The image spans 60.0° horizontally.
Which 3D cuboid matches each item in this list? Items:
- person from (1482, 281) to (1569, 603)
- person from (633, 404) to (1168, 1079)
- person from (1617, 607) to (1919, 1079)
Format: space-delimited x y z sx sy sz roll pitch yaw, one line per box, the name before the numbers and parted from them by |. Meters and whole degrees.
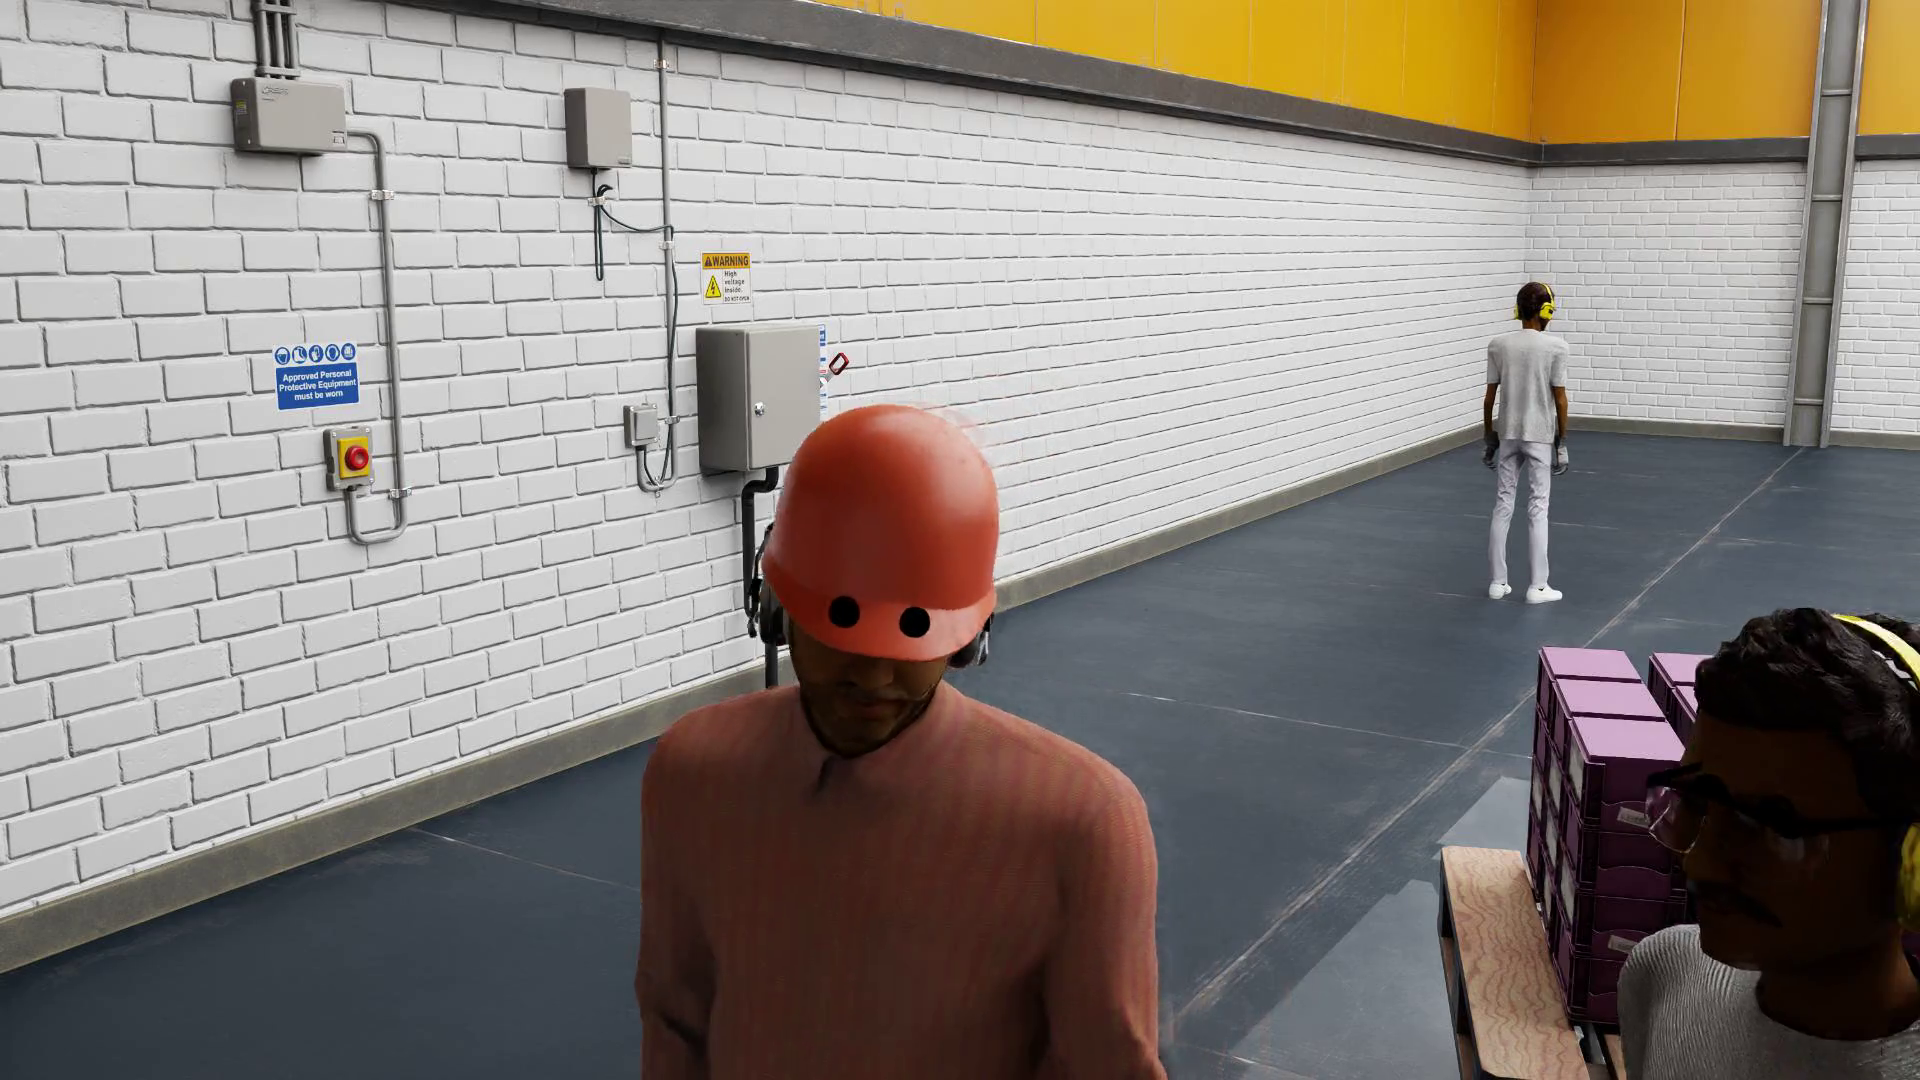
person | 3.296 -0.559 9.687 0.519 1.856 0.331 9 14 41
person | -0.050 0.792 1.944 0.657 1.958 0.821 4 11 22
person | 0.649 0.960 1.362 0.937 1.827 0.524 -5 11 -27
